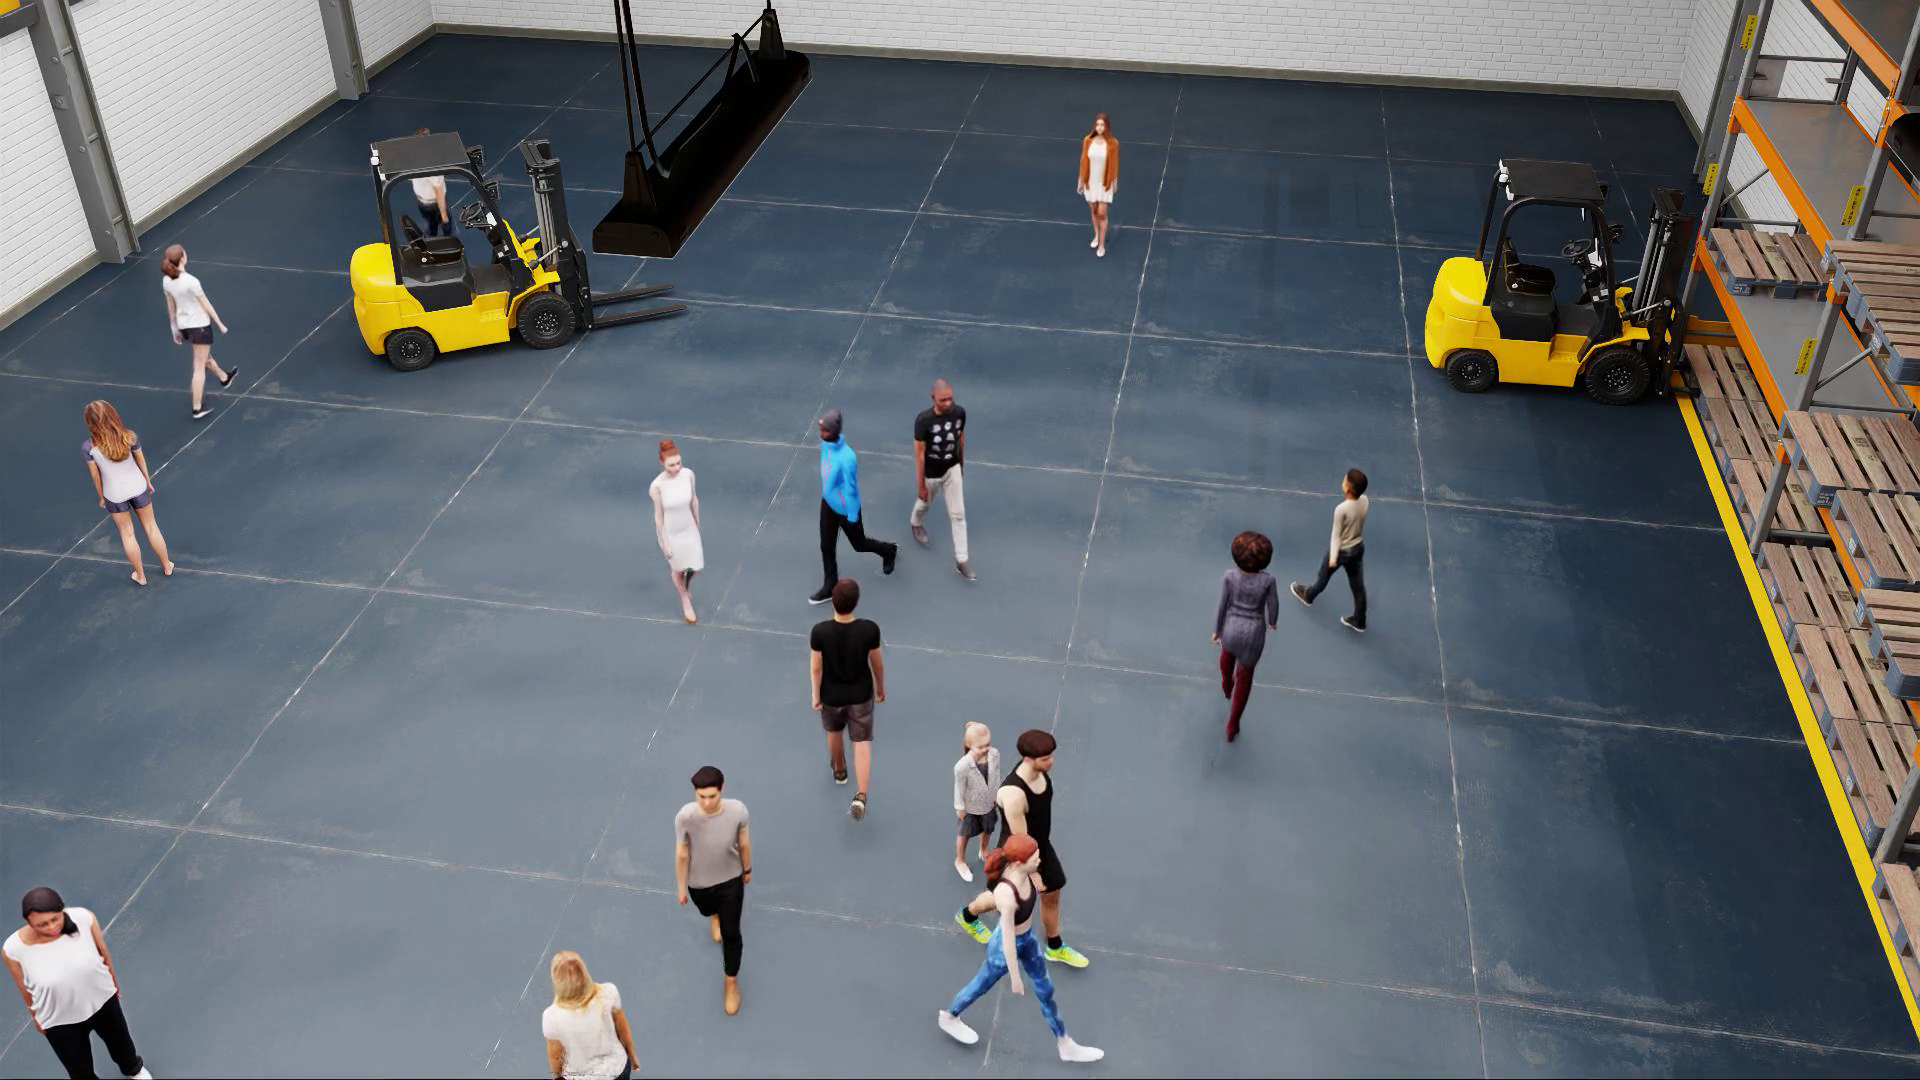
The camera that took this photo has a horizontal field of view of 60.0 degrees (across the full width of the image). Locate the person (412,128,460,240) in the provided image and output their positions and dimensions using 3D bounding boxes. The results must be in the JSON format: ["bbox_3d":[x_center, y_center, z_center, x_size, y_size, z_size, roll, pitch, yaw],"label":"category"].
[{"bbox_3d":[-6.101,-3.769,18.996,1.079,1.830,1.235,29,43,36],"label":"person"}]

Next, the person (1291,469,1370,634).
[{"bbox_3d":[3.188,0.122,13.506,0.976,1.427,1.039,-21,39,-28],"label":"person"}]

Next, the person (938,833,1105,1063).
[{"bbox_3d":[0.210,2.418,9.787,0.776,1.720,1.234,11,35,16],"label":"person"}]

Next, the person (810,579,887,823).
[{"bbox_3d":[-0.785,1.135,11.615,0.877,1.833,1.189,-4,34,-6],"label":"person"}]

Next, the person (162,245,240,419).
[{"bbox_3d":[-7.633,-2.024,16.480,0.671,1.708,1.113,10,35,15],"label":"person"}]

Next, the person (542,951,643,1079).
[{"bbox_3d":[-1.924,2.924,8.953,0.836,1.801,0.906,-16,37,-22],"label":"person"}]

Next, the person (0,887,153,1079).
[{"bbox_3d":[-5.052,2.624,9.509,0.748,1.685,0.822,-25,41,-32],"label":"person"}]

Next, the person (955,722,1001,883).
[{"bbox_3d":[0.111,1.740,11.210,0.598,1.274,0.653,-18,38,-25],"label":"person"}]

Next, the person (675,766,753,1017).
[{"bbox_3d":[-1.530,2.040,10.387,0.807,1.686,1.173,-2,34,-4],"label":"person"}]

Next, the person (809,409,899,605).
[{"bbox_3d":[-0.899,-0.304,13.837,1.180,1.770,1.078,-26,42,-34],"label":"person"}]

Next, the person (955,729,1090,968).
[{"bbox_3d":[0.312,1.930,10.401,0.976,1.852,1.174,17,37,24],"label":"person"}]

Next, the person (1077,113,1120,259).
[{"bbox_3d":[1.682,-4.318,19.936,0.694,1.703,0.851,13,36,18],"label":"person"}]

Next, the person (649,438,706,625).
[{"bbox_3d":[-2.340,-0.081,13.491,0.773,1.782,0.834,-22,39,-29],"label":"person"}]

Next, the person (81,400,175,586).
[{"bbox_3d":[-7.030,-0.404,14.020,0.675,1.734,0.742,-23,40,-31],"label":"person"}]

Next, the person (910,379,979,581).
[{"bbox_3d":[-0.227,-0.603,14.305,1.131,1.750,1.322,-15,36,-21],"label":"person"}]

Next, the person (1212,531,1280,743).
[{"bbox_3d":[2.080,0.753,12.323,0.693,1.686,0.990,12,35,17],"label":"person"}]
